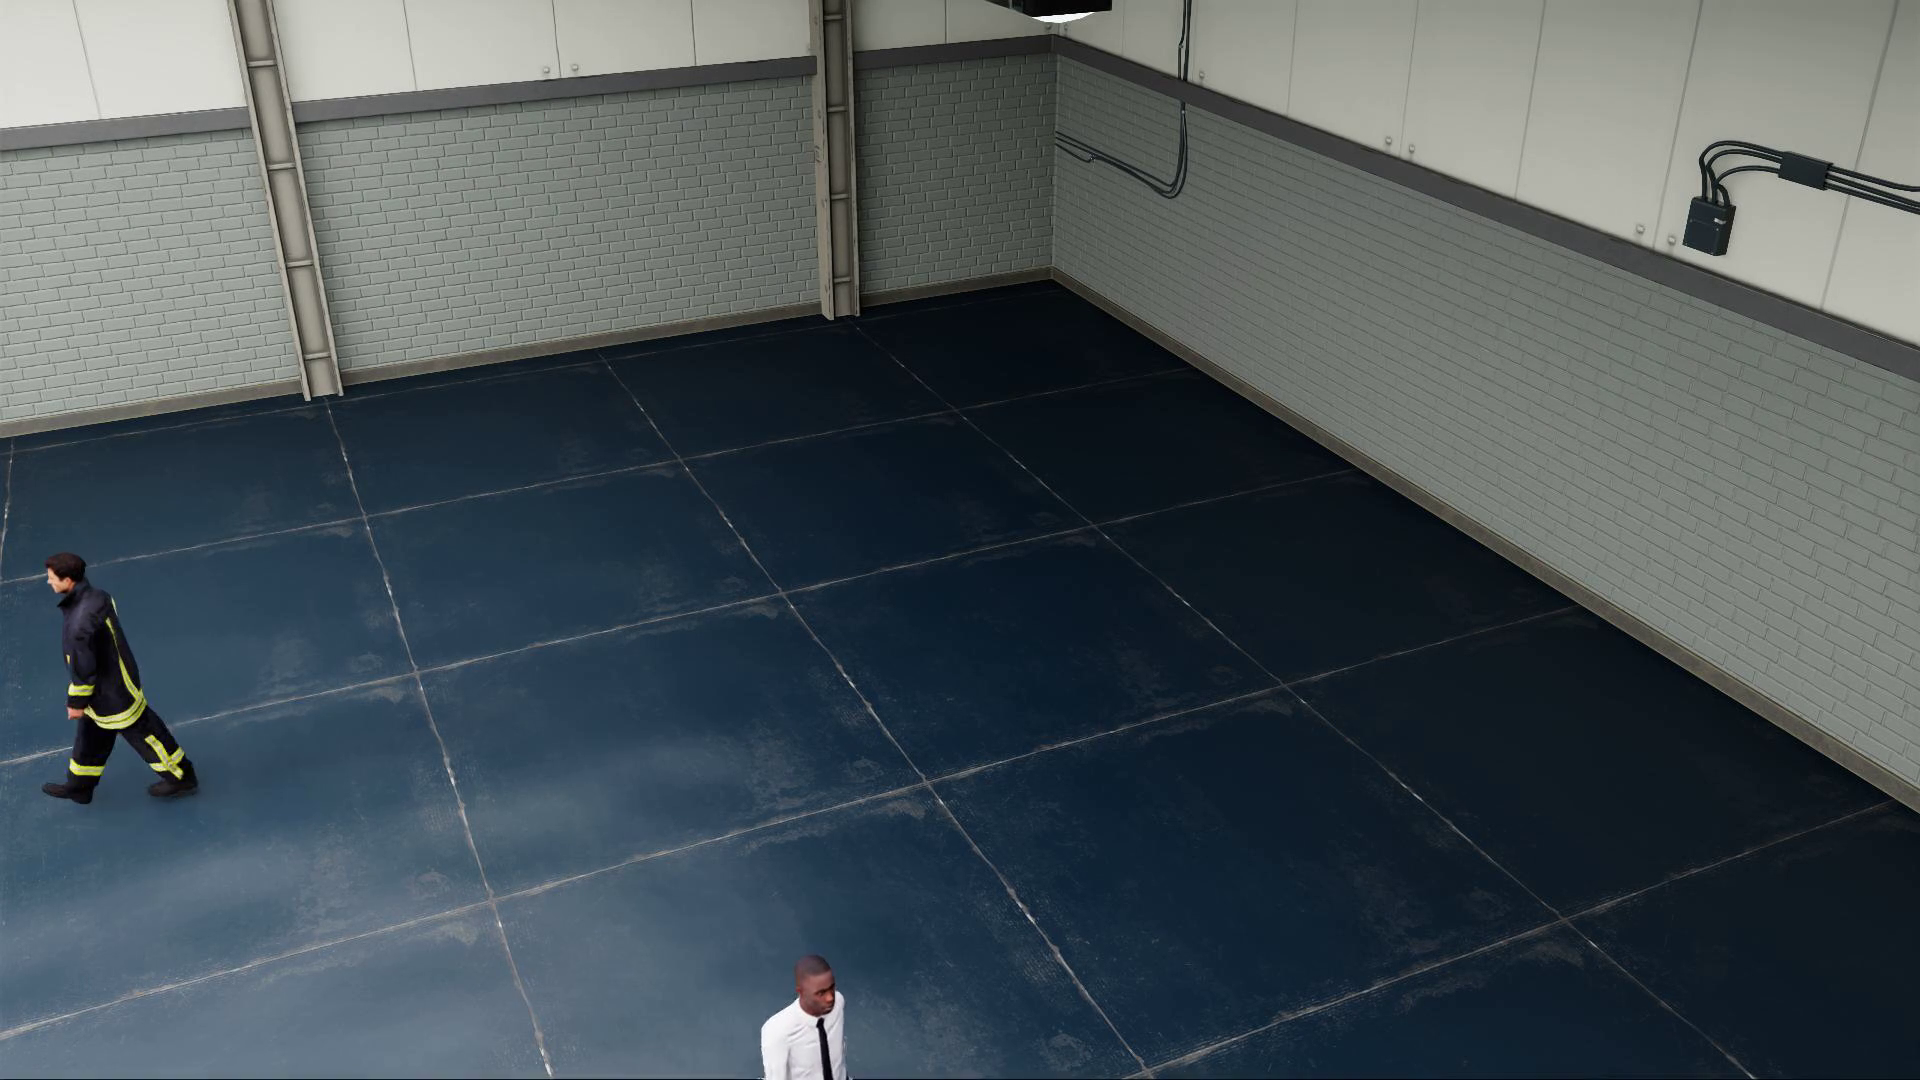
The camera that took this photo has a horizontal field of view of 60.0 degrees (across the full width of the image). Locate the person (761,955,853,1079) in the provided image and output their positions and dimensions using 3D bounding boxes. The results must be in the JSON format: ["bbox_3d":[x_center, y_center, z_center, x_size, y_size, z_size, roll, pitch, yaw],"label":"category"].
[{"bbox_3d":[-0.748,2.636,7.795,0.961,1.818,0.888,-23,35,-38],"label":"person"}]

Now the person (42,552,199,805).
[{"bbox_3d":[-5.545,0.948,11.014,1.157,1.871,0.786,-11,29,-21],"label":"person"}]
